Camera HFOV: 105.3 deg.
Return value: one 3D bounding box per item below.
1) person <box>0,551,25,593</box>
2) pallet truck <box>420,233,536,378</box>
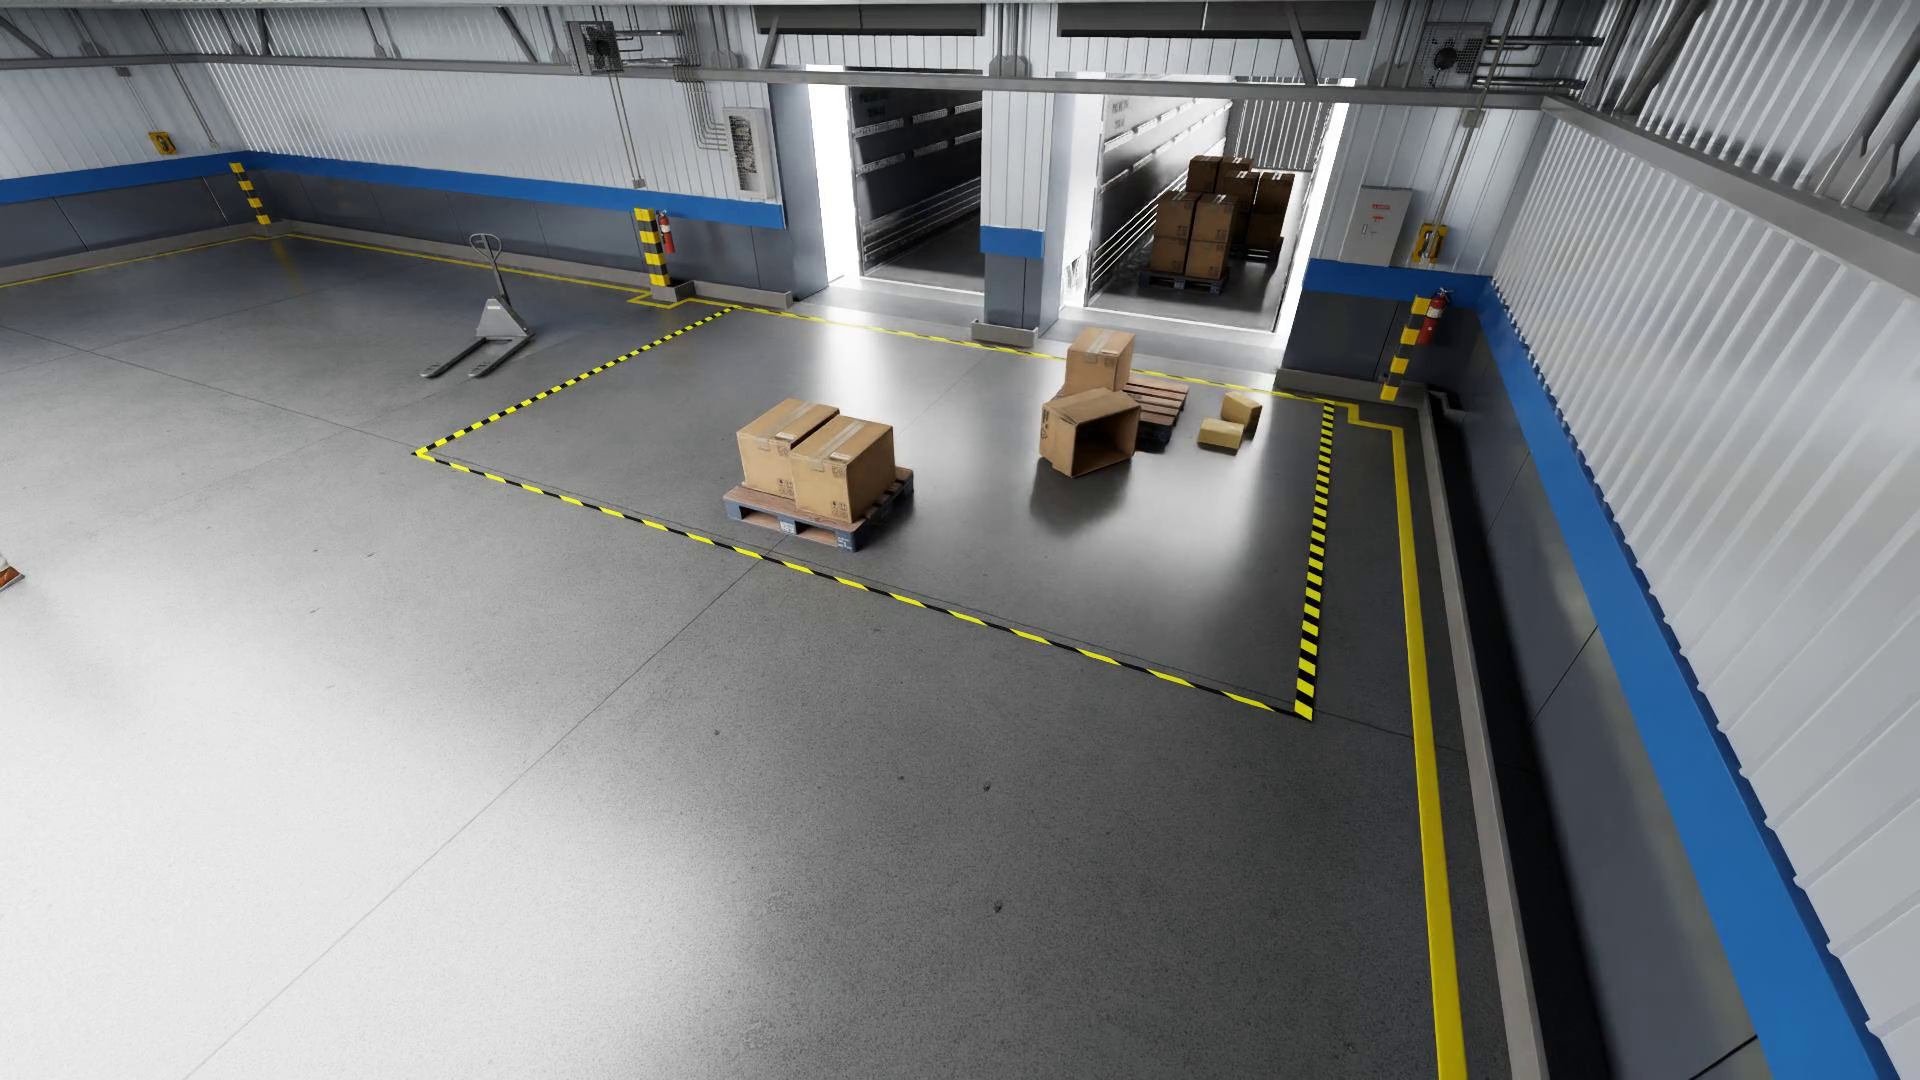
[{"bbox_3d":[-6.914,-0.462,4.658,0.600,1.948,0.381,7,36,10],"label":"person"},{"bbox_3d":[-5.664,-2.712,8.427,0.680,1.201,1.601,0,35,-1],"label":"pallet truck"}]
